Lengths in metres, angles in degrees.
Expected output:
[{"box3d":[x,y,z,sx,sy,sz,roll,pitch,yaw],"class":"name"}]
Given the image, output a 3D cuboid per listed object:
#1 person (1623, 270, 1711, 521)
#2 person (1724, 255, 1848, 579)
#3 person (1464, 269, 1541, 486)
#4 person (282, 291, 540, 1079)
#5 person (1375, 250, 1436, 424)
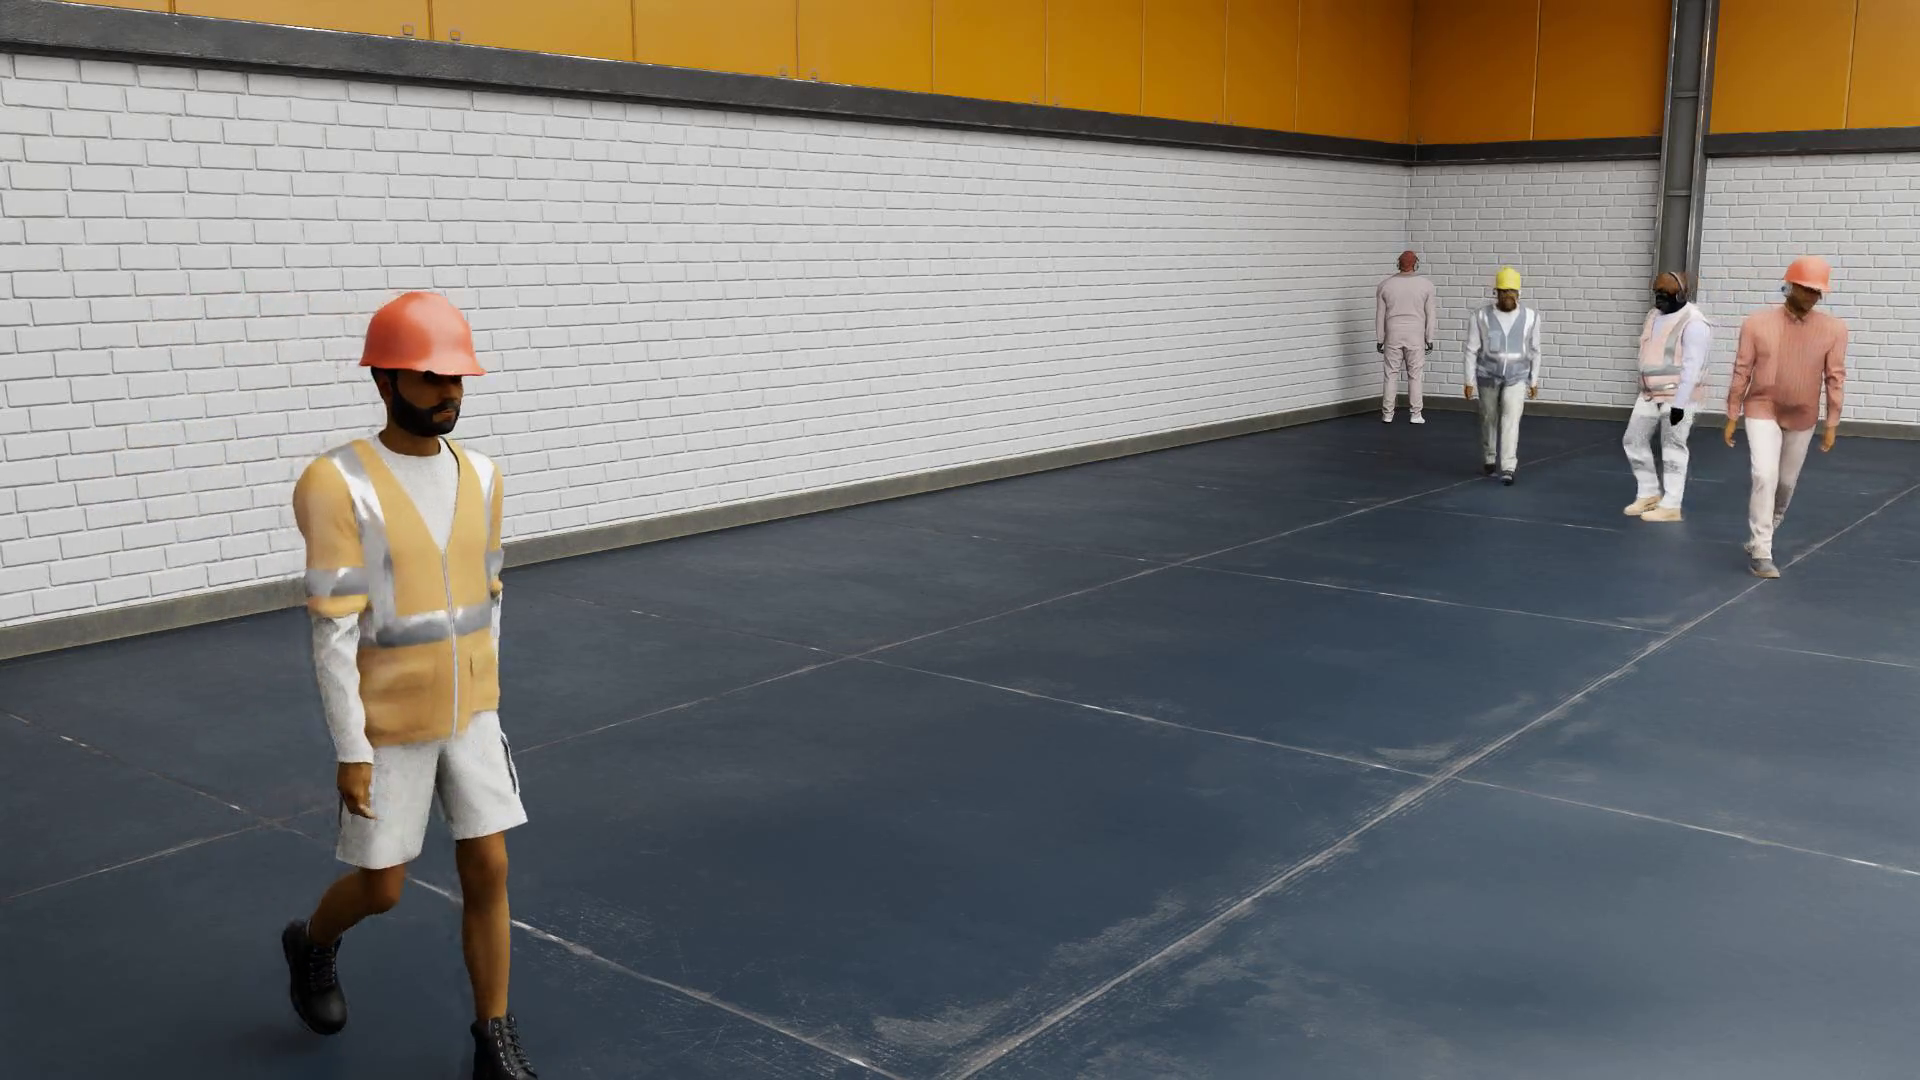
[{"box3d":[5.036,-1.013,11.890,0.483,1.808,0.701,-2,10,-11],"class":"person"},{"box3d":[5.072,-0.781,10.261,0.632,1.950,0.962,3,11,16],"class":"person"},{"box3d":[4.527,-1.363,13.894,0.612,1.782,0.954,3,11,14],"class":"person"},{"box3d":[-1.301,0.377,3.903,0.816,1.920,0.549,8,13,38],"class":"person"},{"box3d":[4.907,-2.226,18.337,0.641,1.908,0.408,4,11,20],"class":"person"}]
